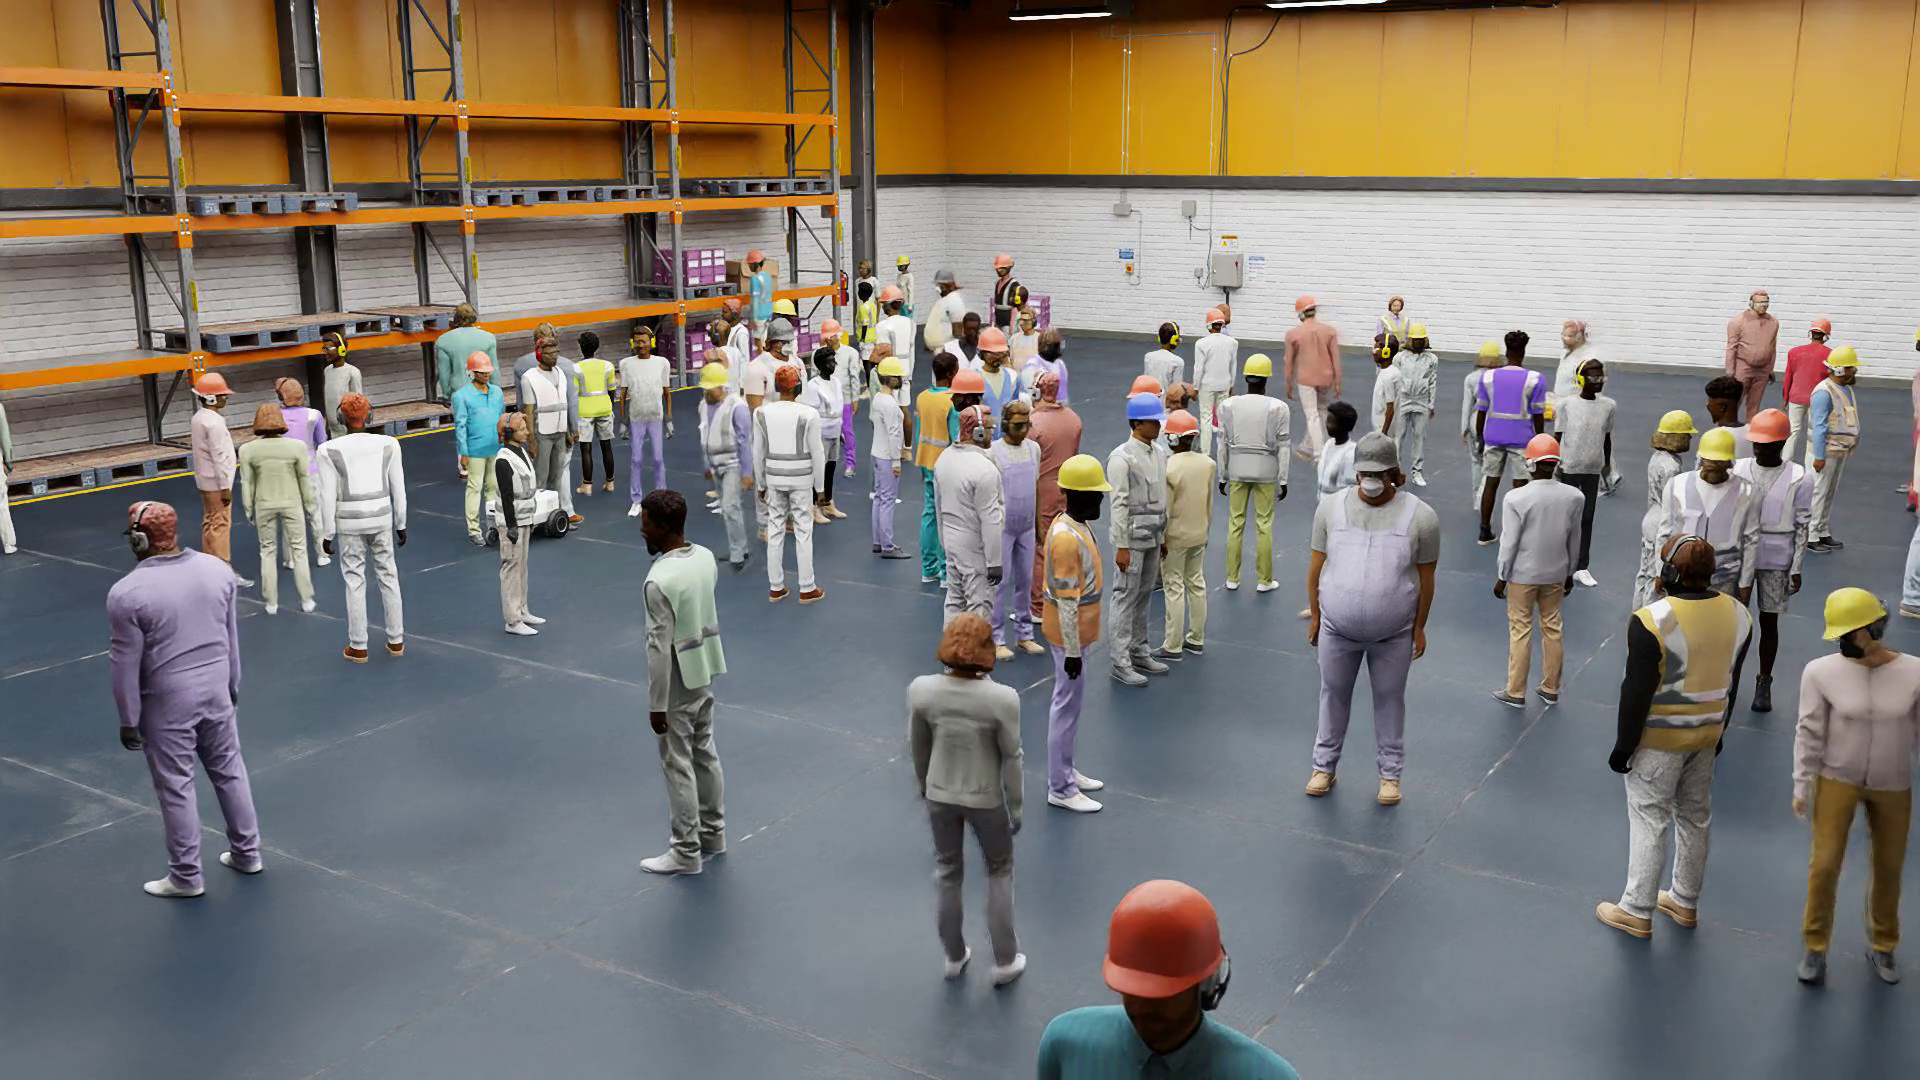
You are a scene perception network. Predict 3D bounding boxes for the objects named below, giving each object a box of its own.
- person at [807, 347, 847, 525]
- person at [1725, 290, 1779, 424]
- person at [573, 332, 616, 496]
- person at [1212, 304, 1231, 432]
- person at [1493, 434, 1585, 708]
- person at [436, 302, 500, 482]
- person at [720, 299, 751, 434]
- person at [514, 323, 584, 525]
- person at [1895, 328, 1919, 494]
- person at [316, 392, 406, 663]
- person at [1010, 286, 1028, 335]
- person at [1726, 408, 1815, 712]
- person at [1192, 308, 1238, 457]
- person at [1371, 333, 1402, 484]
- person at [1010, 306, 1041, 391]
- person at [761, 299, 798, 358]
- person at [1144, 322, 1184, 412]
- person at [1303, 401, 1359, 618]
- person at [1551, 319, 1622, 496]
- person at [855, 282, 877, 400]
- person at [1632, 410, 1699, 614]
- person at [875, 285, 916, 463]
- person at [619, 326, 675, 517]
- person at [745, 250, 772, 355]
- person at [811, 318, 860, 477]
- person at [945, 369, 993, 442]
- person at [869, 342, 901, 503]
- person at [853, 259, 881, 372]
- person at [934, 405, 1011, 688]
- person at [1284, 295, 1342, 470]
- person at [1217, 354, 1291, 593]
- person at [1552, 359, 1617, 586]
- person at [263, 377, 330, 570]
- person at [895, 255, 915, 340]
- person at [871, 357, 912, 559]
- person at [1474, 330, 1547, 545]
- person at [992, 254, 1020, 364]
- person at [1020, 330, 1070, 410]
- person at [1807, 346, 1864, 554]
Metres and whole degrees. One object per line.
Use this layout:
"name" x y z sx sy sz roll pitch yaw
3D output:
"person" -1.284 -1.003 15.911 0.319 1.697 0.533 7 15 28
"person" 9.500 -2.040 19.947 0.642 1.909 0.399 -2 13 -8
"person" -3.805 -1.303 17.214 0.535 1.697 0.318 -9 16 -36
"person" 3.320 -2.189 21.192 0.286 1.633 0.499 -2 13 -7
"person" 3.660 0.193 10.599 0.573 1.748 0.342 -3 13 -13
"person" -5.274 -1.586 17.910 0.629 1.940 0.373 -4 14 -16
"person" -2.578 -1.814 19.023 0.356 1.882 0.574 -7 15 -27
"person" -3.876 -1.082 15.725 0.633 1.939 0.368 4 13 15
"person" 10.011 -1.359 17.318 0.341 1.760 0.525 9 16 34
"person" -4.128 -0.087 11.526 0.585 1.882 0.344 -9 16 -34
"person" 0.776 -2.290 21.125 0.310 1.864 0.532 3 13 13
"person" 5.025 0.127 10.485 0.551 1.933 0.369 9 16 33
"person" 2.924 -1.794 19.213 0.573 1.750 0.330 -6 14 -24
"person" 3.915 -0.983 15.450 0.325 1.869 0.524 3 13 13
"person" 0.749 -1.664 18.452 0.507 1.846 0.345 7 15 29
"person" -1.973 -1.723 18.552 0.396 1.919 0.586 -11 17 -40
"person" 2.046 -1.250 16.644 0.346 1.857 0.523 -12 17 -41
"person" 2.824 -0.195 12.419 0.318 1.700 0.539 -3 13 -12
"person" 6.350 -1.325 16.967 0.955 1.861 0.654 1 13 4
"person" -1.353 -2.881 24.055 0.316 1.695 0.541 3 13 12
"person" 4.942 -0.045 11.652 0.297 1.744 0.487 2 13 8
"person" -0.767 -1.857 18.853 0.386 2.041 0.615 10 16 37
"person" -3.052 -1.156 16.197 0.534 1.869 0.315 -2 13 -10
"person" -3.148 -3.517 26.087 0.404 2.033 0.636 3 13 14
"person" -1.374 -1.556 18.217 0.574 1.738 0.354 4 14 16
"person" 0.071 -0.304 12.349 0.365 1.939 0.542 -1 13 -4
"person" -0.779 -1.188 16.852 0.269 1.632 0.509 -4 14 -17
"person" -1.513 -3.614 26.911 0.516 1.843 0.332 9 16 34
"person" 0.101 0.068 10.806 0.405 1.906 0.653 -8 15 -30
"person" 3.965 -1.796 18.842 0.615 1.924 0.980 -3 13 -12
"person" 2.351 -0.530 13.353 0.587 1.927 0.369 5 14 20
"person" 5.060 -0.546 13.542 0.532 1.873 0.310 0 13 -1
"person" -5.617 -0.560 14.105 0.520 1.645 0.307 -6 14 -24
"person" -0.989 -4.167 29.508 0.340 1.761 0.524 -7 15 -28
"person" -0.614 -0.718 14.528 0.310 1.766 0.527 -4 14 -17
"person" 4.918 -0.898 14.895 0.608 1.958 0.373 9 16 34
"person" 0.660 -3.262 24.969 0.390 2.035 0.606 -7 15 -27
"person" 0.850 -1.128 16.188 0.429 1.831 0.710 11 17 39
"person" 7.725 -0.801 14.734 0.602 1.830 0.404 -12 18 -43
